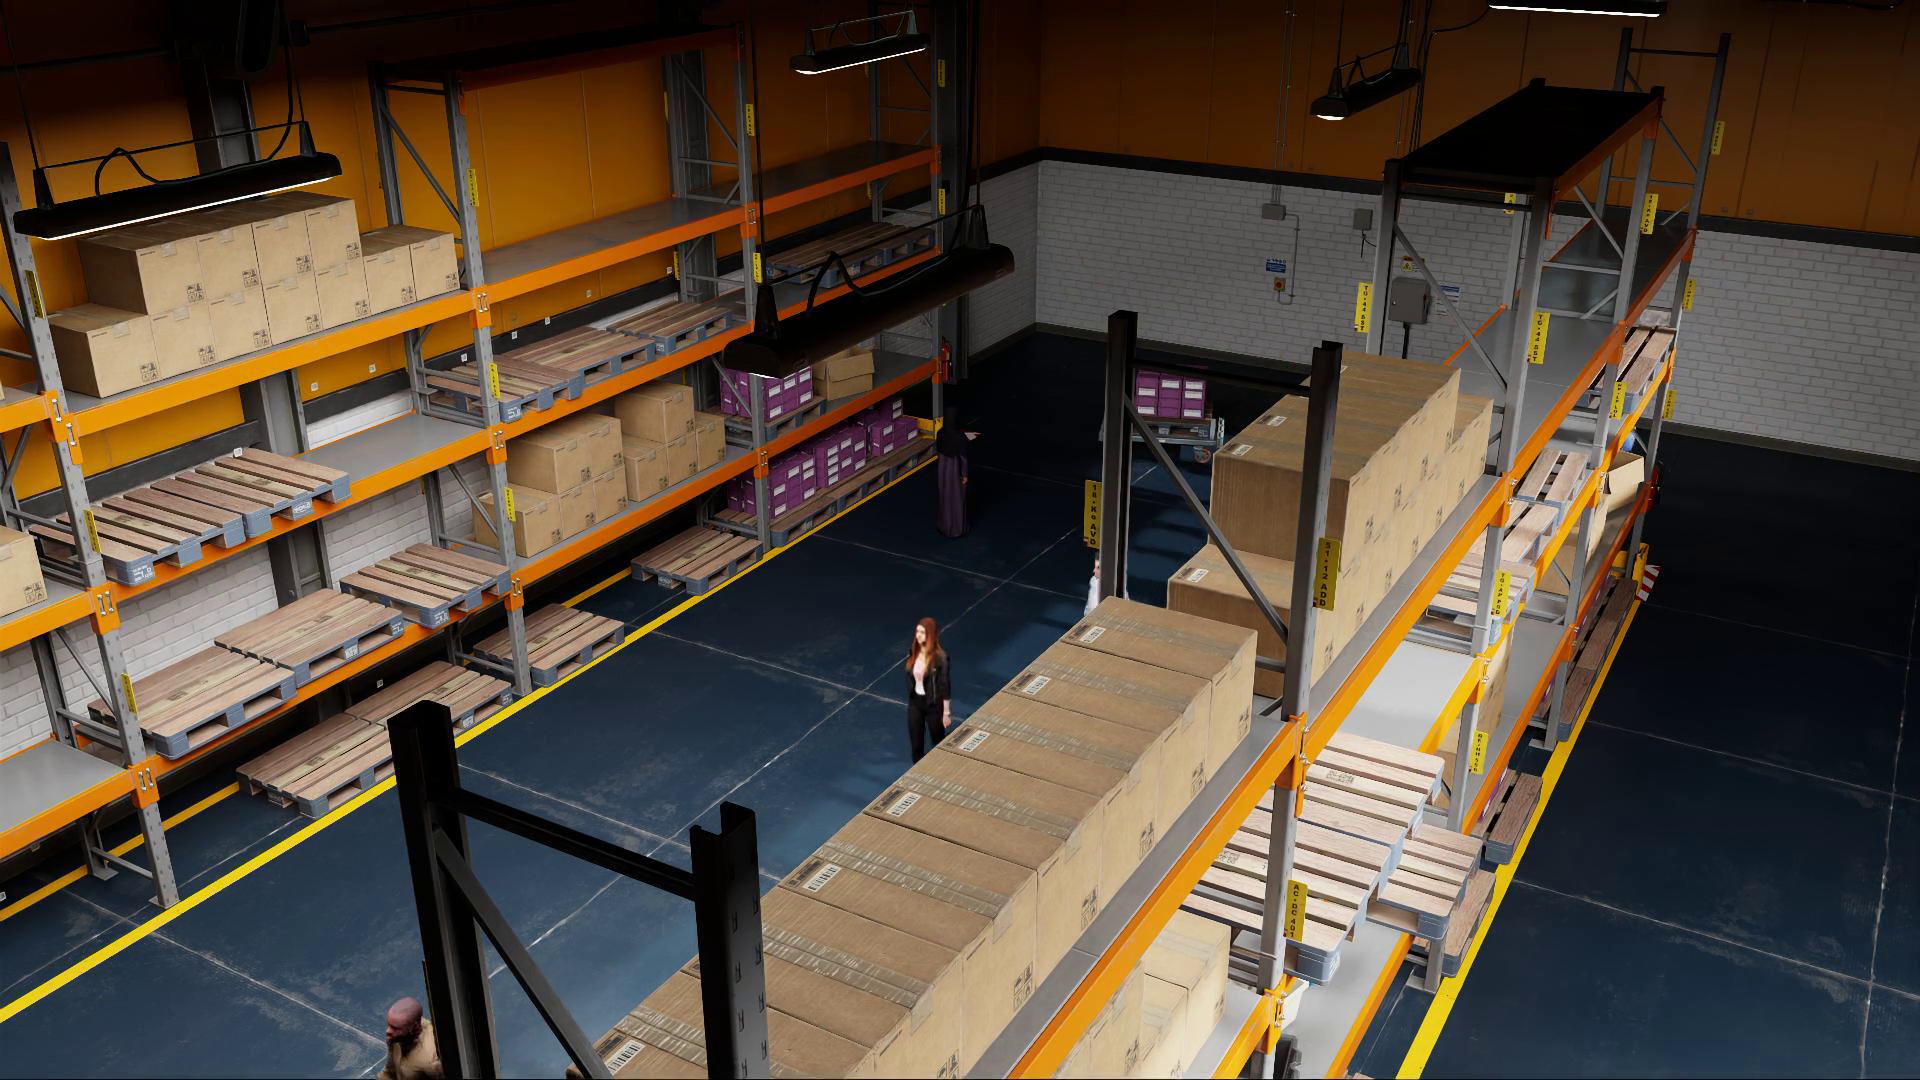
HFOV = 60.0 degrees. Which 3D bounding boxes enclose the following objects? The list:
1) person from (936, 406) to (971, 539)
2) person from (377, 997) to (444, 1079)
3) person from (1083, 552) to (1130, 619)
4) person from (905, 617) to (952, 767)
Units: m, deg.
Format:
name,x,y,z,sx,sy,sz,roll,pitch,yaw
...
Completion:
name,x,y,z,sx,sy,sz,roll,pitch,yaw
person,-0.107,-0.828,19.776,0.617,1.616,0.627,16,28,33
person,-3.055,3.401,9.905,1.274,1.772,0.996,-18,30,-36
person,1.424,0.934,15.466,0.837,1.839,0.802,-11,26,-24
person,-0.214,1.430,14.511,0.708,1.694,1.053,18,30,36
